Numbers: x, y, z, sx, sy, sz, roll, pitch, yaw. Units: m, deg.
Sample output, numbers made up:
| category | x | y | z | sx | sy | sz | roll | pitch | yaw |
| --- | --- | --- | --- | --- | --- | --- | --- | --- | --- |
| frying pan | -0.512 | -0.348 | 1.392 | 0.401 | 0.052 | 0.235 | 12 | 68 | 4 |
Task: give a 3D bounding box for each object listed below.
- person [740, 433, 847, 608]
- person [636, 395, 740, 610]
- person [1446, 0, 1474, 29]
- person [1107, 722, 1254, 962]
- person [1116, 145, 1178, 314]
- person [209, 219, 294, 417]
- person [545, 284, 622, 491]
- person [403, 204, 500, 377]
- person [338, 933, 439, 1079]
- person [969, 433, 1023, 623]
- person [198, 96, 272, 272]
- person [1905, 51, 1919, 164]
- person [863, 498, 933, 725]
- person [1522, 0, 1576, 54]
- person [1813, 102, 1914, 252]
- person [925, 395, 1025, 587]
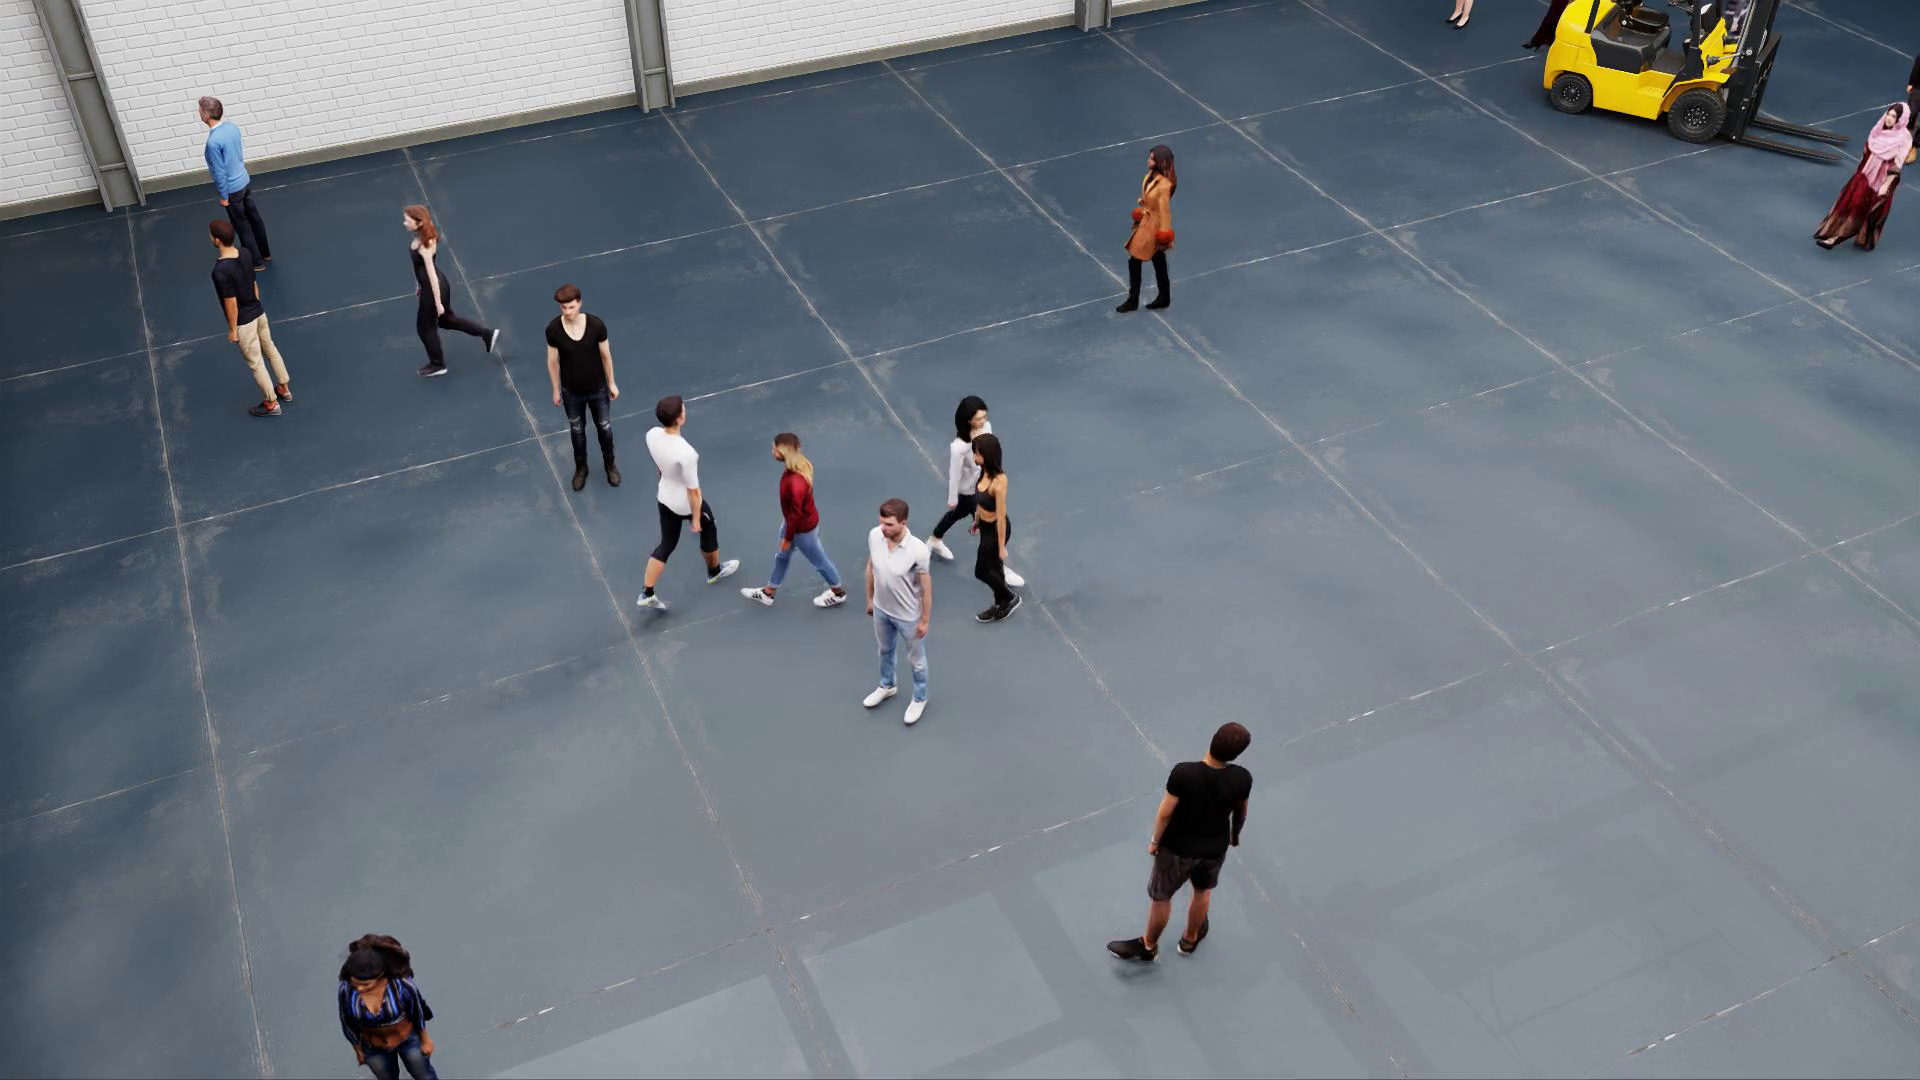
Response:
| category | x | y | z | sx | sy | sz | roll | pitch | yaw |
| --- | --- | --- | --- | --- | --- | --- | --- | --- | --- |
| person | -1.108 | -0.104 | 12.408 | 1.090 | 1.584 | 0.785 | -7 | 39 | -9 |
| person | -2.151 | -0.252 | 12.397 | 1.025 | 1.828 | 1.289 | 25 | 45 | 28 |
| person | 6.606 | -7.490 | 21.605 | 0.571 | 1.648 | 0.603 | -8 | 39 | -10 |
| person | 1.349 | 1.818 | 9.812 | 0.644 | 1.820 | 1.053 | -12 | 40 | -15 |
| person | 1.944 | -2.957 | 15.883 | 0.900 | 1.706 | 0.840 | -5 | 39 | -7 |
| person | -6.208 | -1.940 | 14.487 | 0.729 | 1.858 | 0.717 | 7 | 39 | 8 |
| person | -3.077 | -1.273 | 13.622 | 0.571 | 1.894 | 0.792 | -7 | 39 | -9 |
| person | -4.655 | -2.268 | 15.009 | 1.019 | 1.720 | 0.606 | -14 | 41 | -17 |
| person | -3.034 | 2.670 | 8.901 | 0.572 | 1.624 | 0.718 | -6 | 39 | -7 |
| person | 0.329 | -0.078 | 12.346 | 0.641 | 1.620 | 0.612 | -13 | 40 | -15 |
| person | -7.220 | -3.552 | 16.536 | 0.749 | 1.820 | 0.744 | 3 | 39 | 4 |
| person | 10.875 | -5.100 | 18.562 | 0.856 | 1.710 | 0.947 | 24 | 44 | 27 |
| person | -0.421 | 0.466 | 11.480 | 0.732 | 1.851 | 0.736 | 21 | 43 | 24 |
| person | 7.754 | -6.782 | 20.679 | 1.196 | 1.697 | 0.977 | 1 | 39 | 1 |
| person | 9.338 | -3.684 | 16.860 | 1.069 | 1.623 | 0.724 | -20 | 43 | -23 |
| person | 0.023 | -0.429 | 12.759 | 1.126 | 1.653 | 1.137 | 17 | 42 | 20 |
